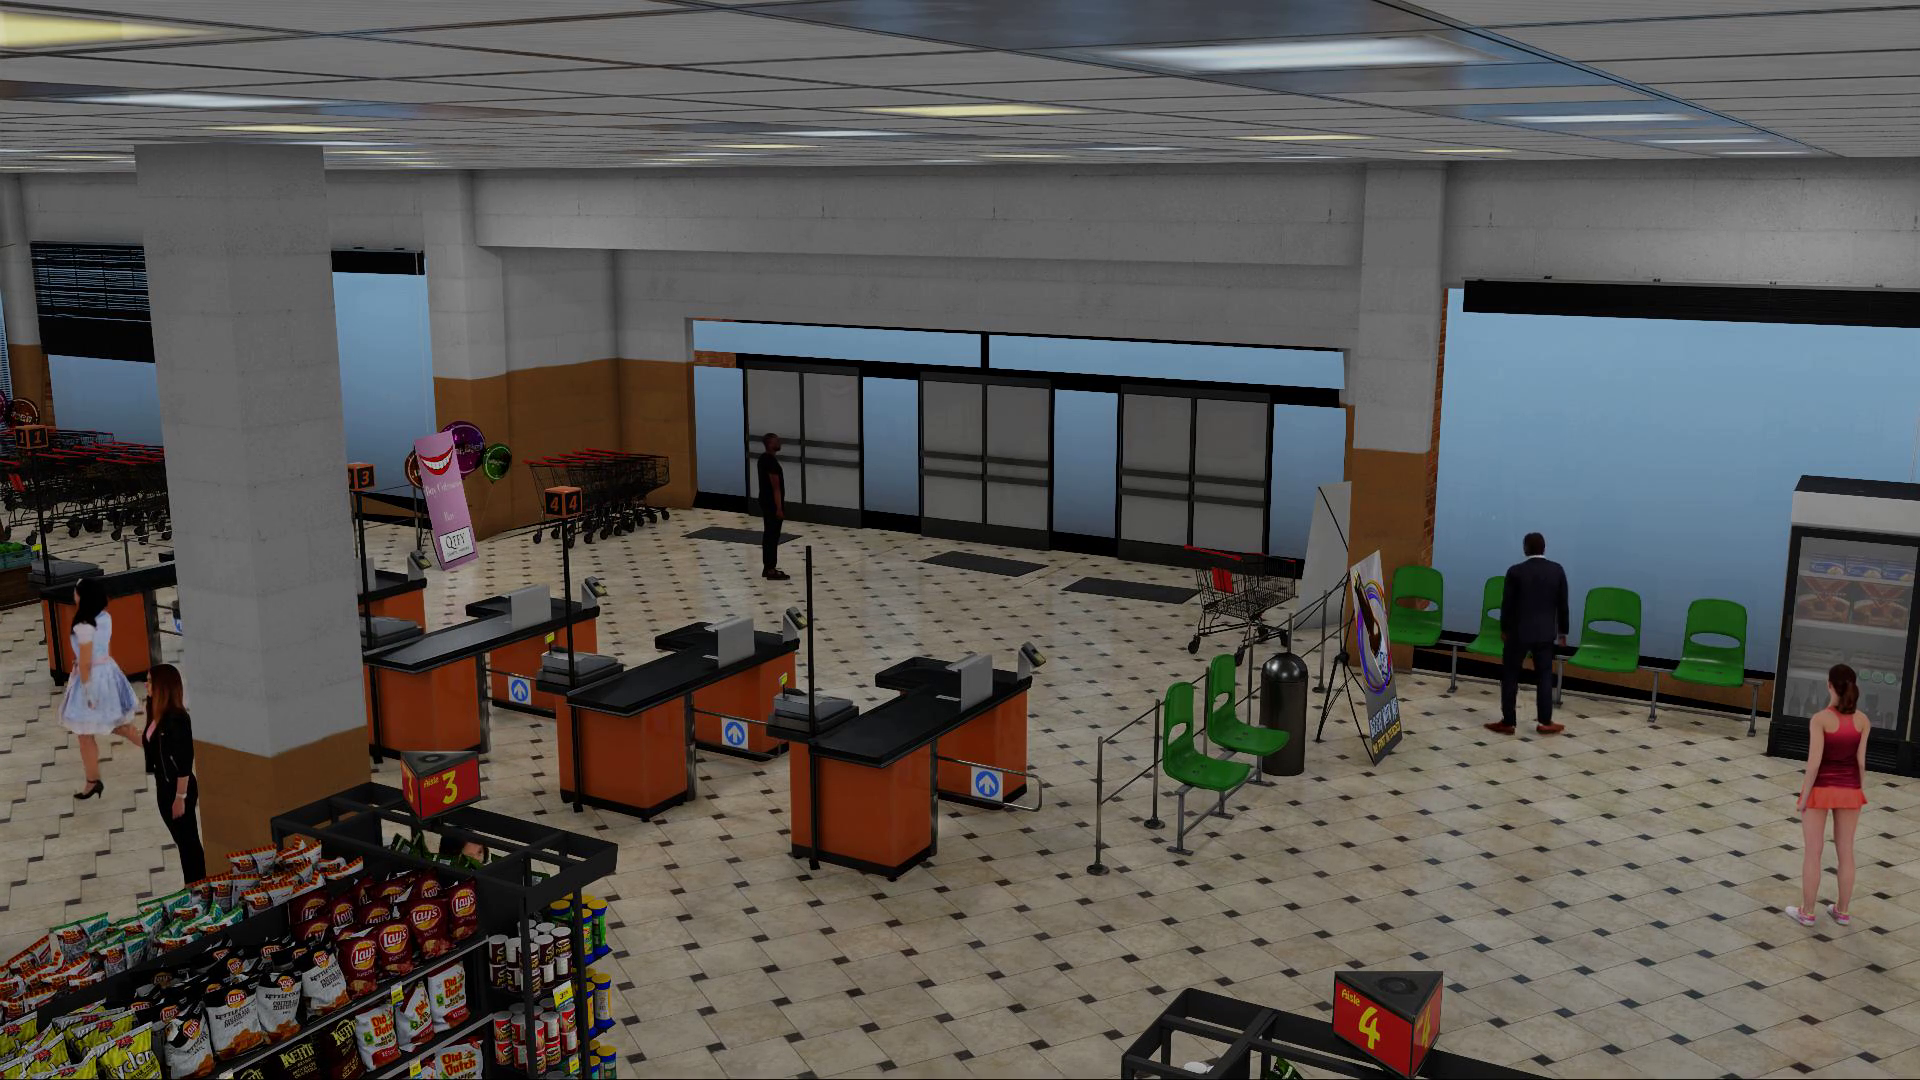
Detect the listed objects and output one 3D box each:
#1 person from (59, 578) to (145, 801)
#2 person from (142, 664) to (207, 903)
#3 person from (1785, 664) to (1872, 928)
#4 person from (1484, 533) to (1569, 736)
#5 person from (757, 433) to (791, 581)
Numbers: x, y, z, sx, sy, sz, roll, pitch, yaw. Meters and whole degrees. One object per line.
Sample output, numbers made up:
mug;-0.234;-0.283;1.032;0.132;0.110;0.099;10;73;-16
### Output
person;-6.598;1.195;12.929;1.023;1.791;1.122;0;12;2
person;-5.166;1.640;11.003;0.647;1.713;0.665;-9;15;-37
person;5.677;1.655;10.833;0.665;1.754;0.692;0;12;1
person;5.054;0.830;14.621;0.925;1.807;0.815;4;13;20
person;-2.328;-0.423;20.540;0.785;1.820;0.747;-4;13;-20
